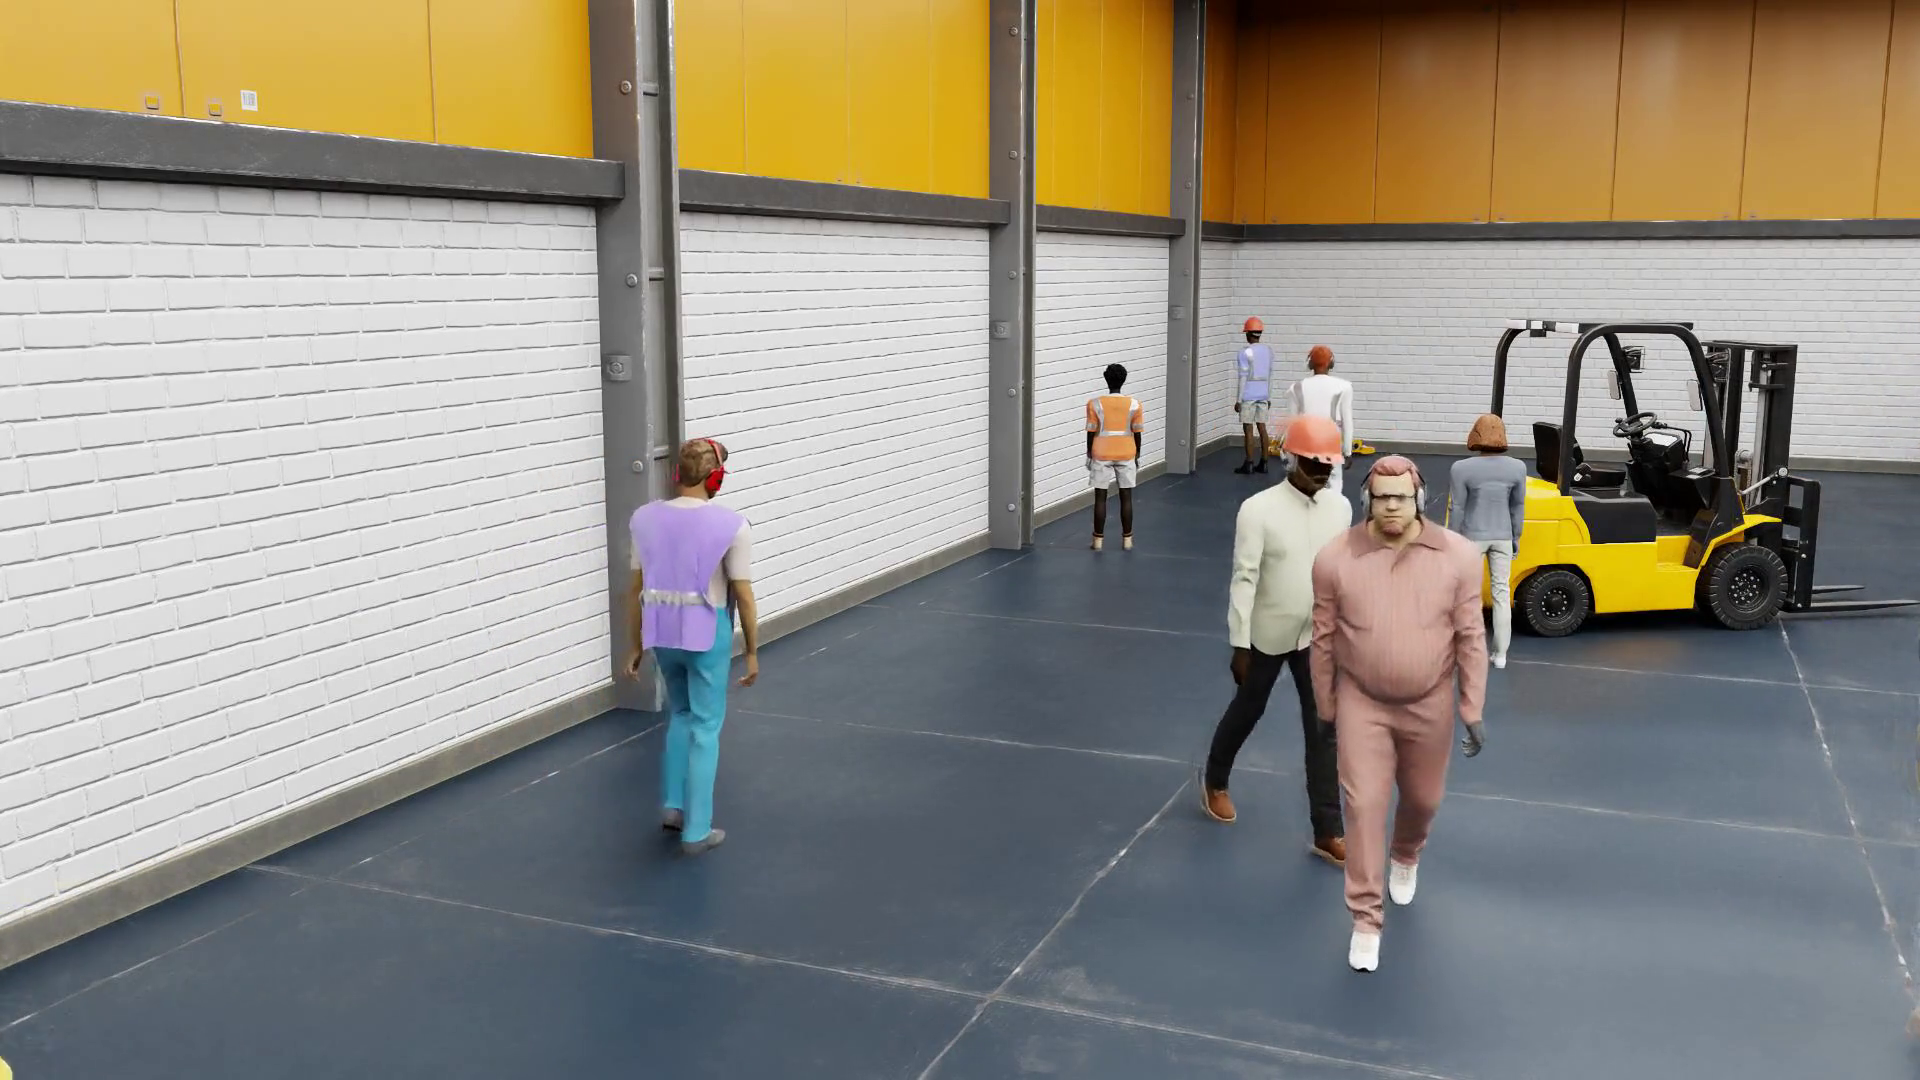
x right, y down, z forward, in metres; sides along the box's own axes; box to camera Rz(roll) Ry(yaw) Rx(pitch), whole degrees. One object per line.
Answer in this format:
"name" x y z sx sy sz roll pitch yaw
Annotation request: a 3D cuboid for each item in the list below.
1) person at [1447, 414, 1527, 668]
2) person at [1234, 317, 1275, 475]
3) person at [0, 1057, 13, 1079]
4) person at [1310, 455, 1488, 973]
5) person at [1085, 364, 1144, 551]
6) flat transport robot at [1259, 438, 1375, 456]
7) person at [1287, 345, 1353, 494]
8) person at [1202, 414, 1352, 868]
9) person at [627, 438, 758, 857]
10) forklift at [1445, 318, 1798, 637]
"person" 3.334 0.015 10.583 0.501 1.633 0.279 -1 9 -5
"person" 3.601 -1.771 20.488 0.551 1.934 0.373 -6 11 -31
"person" -1.104 1.349 1.757 0.988 1.870 0.618 -9 13 -43
"person" 1.659 0.597 6.350 0.646 1.878 0.904 2 10 11
"person" 1.389 -0.741 14.994 0.529 1.691 0.318 -1 9 -5
"flat transport robot" 4.830 -1.271 22.495 1.431 0.197 0.652 -4 10 -24
"person" 3.202 -0.808 14.860 0.603 1.866 0.474 4 10 25
"person" 1.415 0.391 7.380 0.663 1.950 1.022 -4 10 -23
"person" -1.160 0.467 7.270 0.589 1.819 0.491 3 10 19
"forklift" 4.706 -0.497 11.990 2.313 2.155 1.214 -2 10 -10
